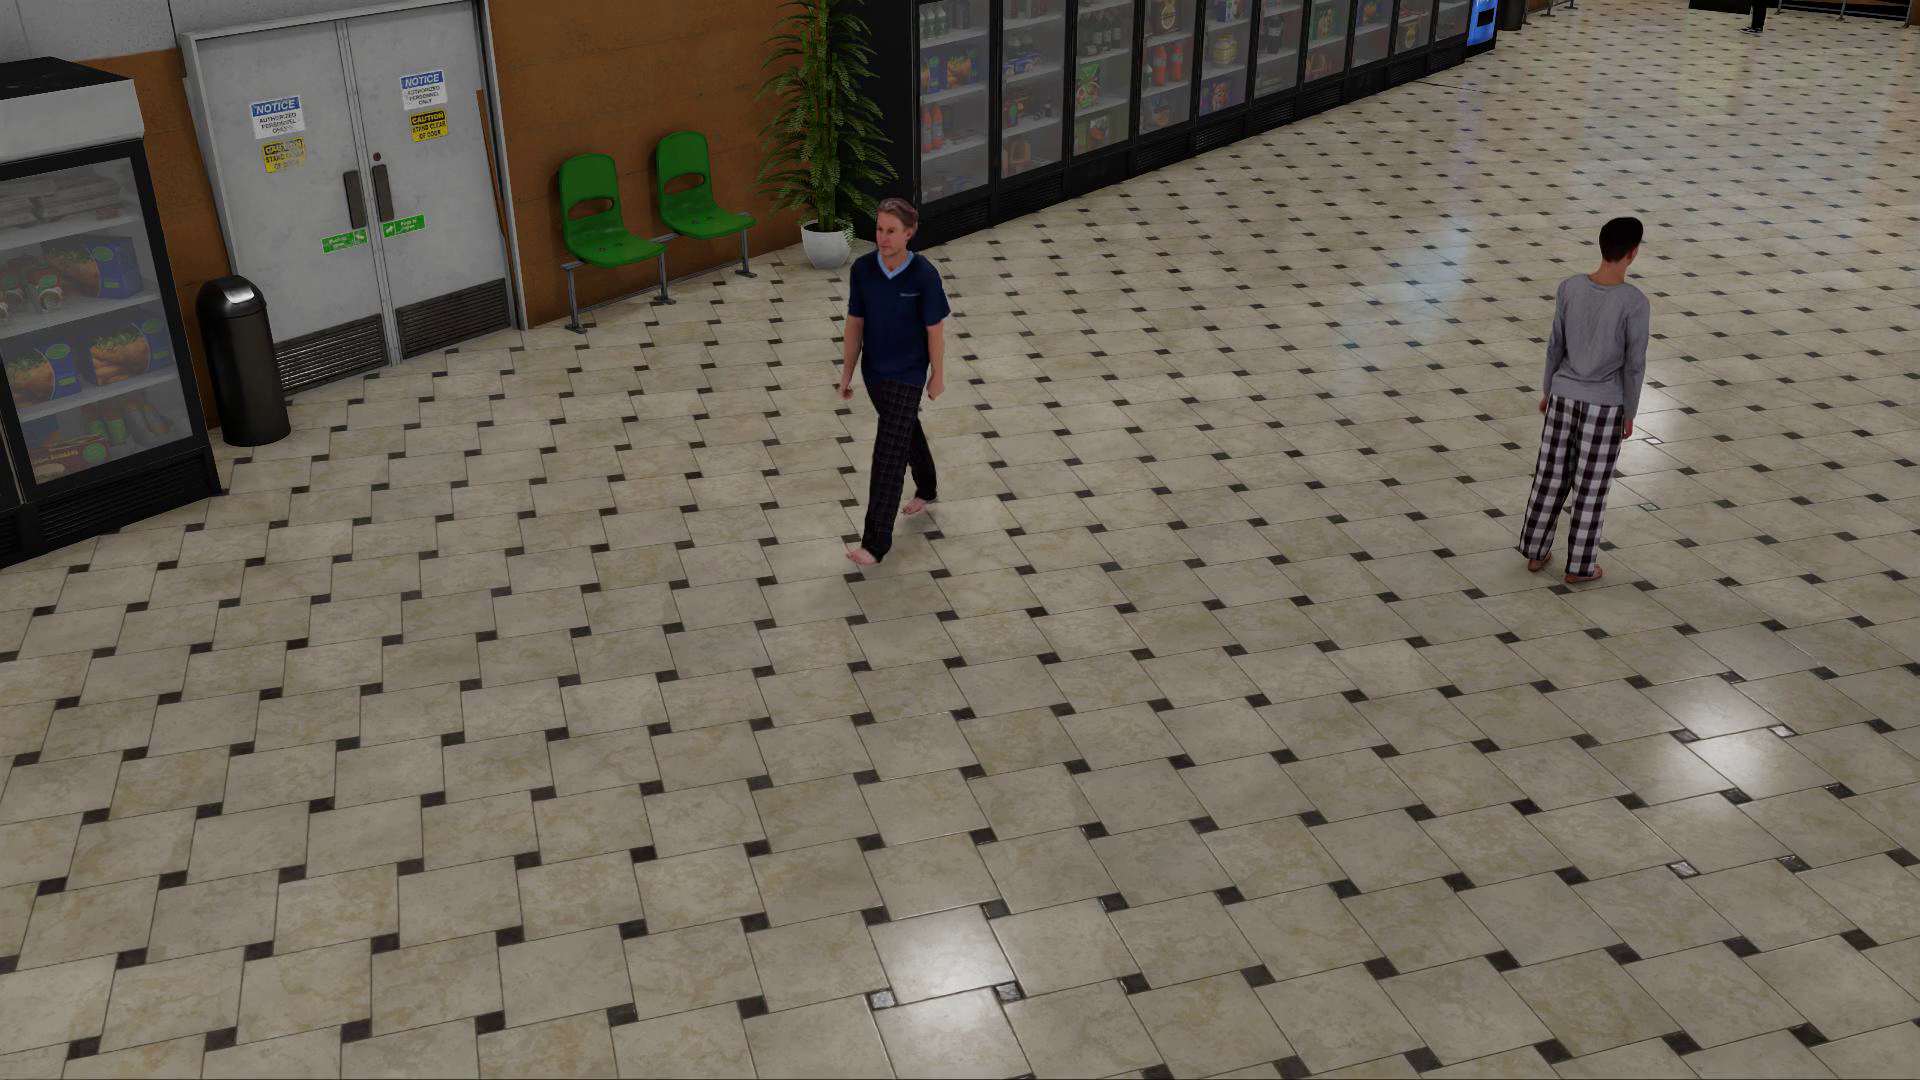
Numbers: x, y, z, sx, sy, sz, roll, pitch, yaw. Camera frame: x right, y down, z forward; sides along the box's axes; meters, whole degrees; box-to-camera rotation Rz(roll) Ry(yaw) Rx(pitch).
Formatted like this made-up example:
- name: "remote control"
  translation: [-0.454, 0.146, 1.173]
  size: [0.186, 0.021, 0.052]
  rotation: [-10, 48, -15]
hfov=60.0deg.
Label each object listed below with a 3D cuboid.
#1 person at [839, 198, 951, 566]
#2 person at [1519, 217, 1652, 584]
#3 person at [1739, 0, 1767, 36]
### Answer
- name: "person"
  translation: [-0.291, -0.838, 8.521]
  size: [1.215, 1.803, 0.860]
  rotation: [15, 31, 27]
- name: "person"
  translation: [3.072, -0.675, 8.151]
  size: [0.490, 1.847, 0.699]
  rotation: [24, 35, 38]
- name: "person"
  translation: [10.598, -7.340, 21.952]
  size: [0.540, 1.252, 0.507]
  rotation: [-21, 34, -36]
